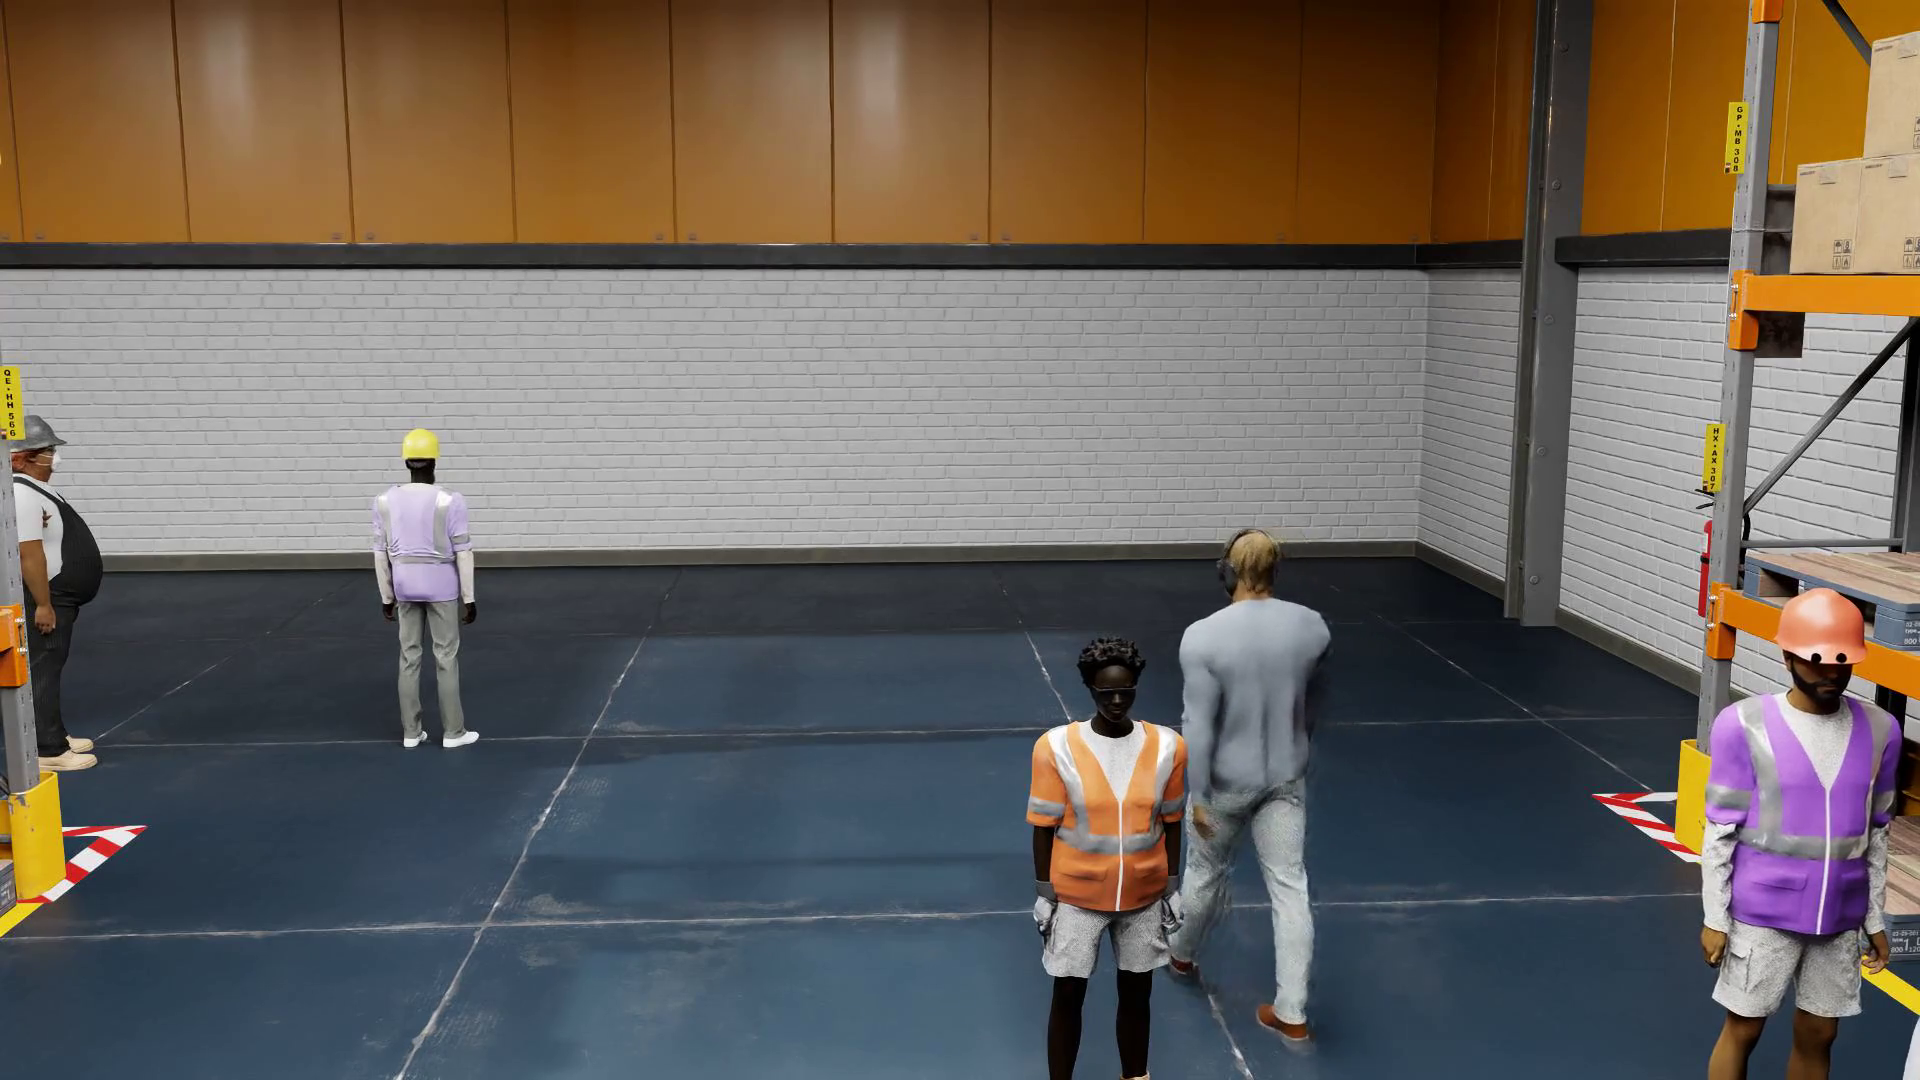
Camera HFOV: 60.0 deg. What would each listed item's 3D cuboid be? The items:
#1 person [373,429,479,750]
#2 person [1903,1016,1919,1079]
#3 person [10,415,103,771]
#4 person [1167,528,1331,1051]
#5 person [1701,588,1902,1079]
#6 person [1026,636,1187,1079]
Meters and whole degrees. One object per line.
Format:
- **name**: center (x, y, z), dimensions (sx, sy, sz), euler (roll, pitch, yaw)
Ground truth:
- **person**: center (-3.174, 0.301, 9.926), dimensions (0.594, 1.925, 0.370), euler (1, 9, 5)
- **person**: center (1.761, 1.407, 2.853), dimensions (0.367, 1.967, 0.603), euler (5, 10, 29)
- **person**: center (-5.241, 0.296, 9.602), dimensions (0.537, 2.000, 0.682), euler (-5, 10, -28)
- **person**: center (1.075, 0.887, 6.360), dimensions (0.638, 1.887, 1.009), euler (-3, 9, -16)
- **person**: center (2.482, 1.093, 4.917), dimensions (0.553, 1.935, 0.361), euler (0, 9, 2)
- **person**: center (0.478, 1.140, 5.379), dimensions (0.535, 1.697, 0.318), euler (-2, 9, -10)
